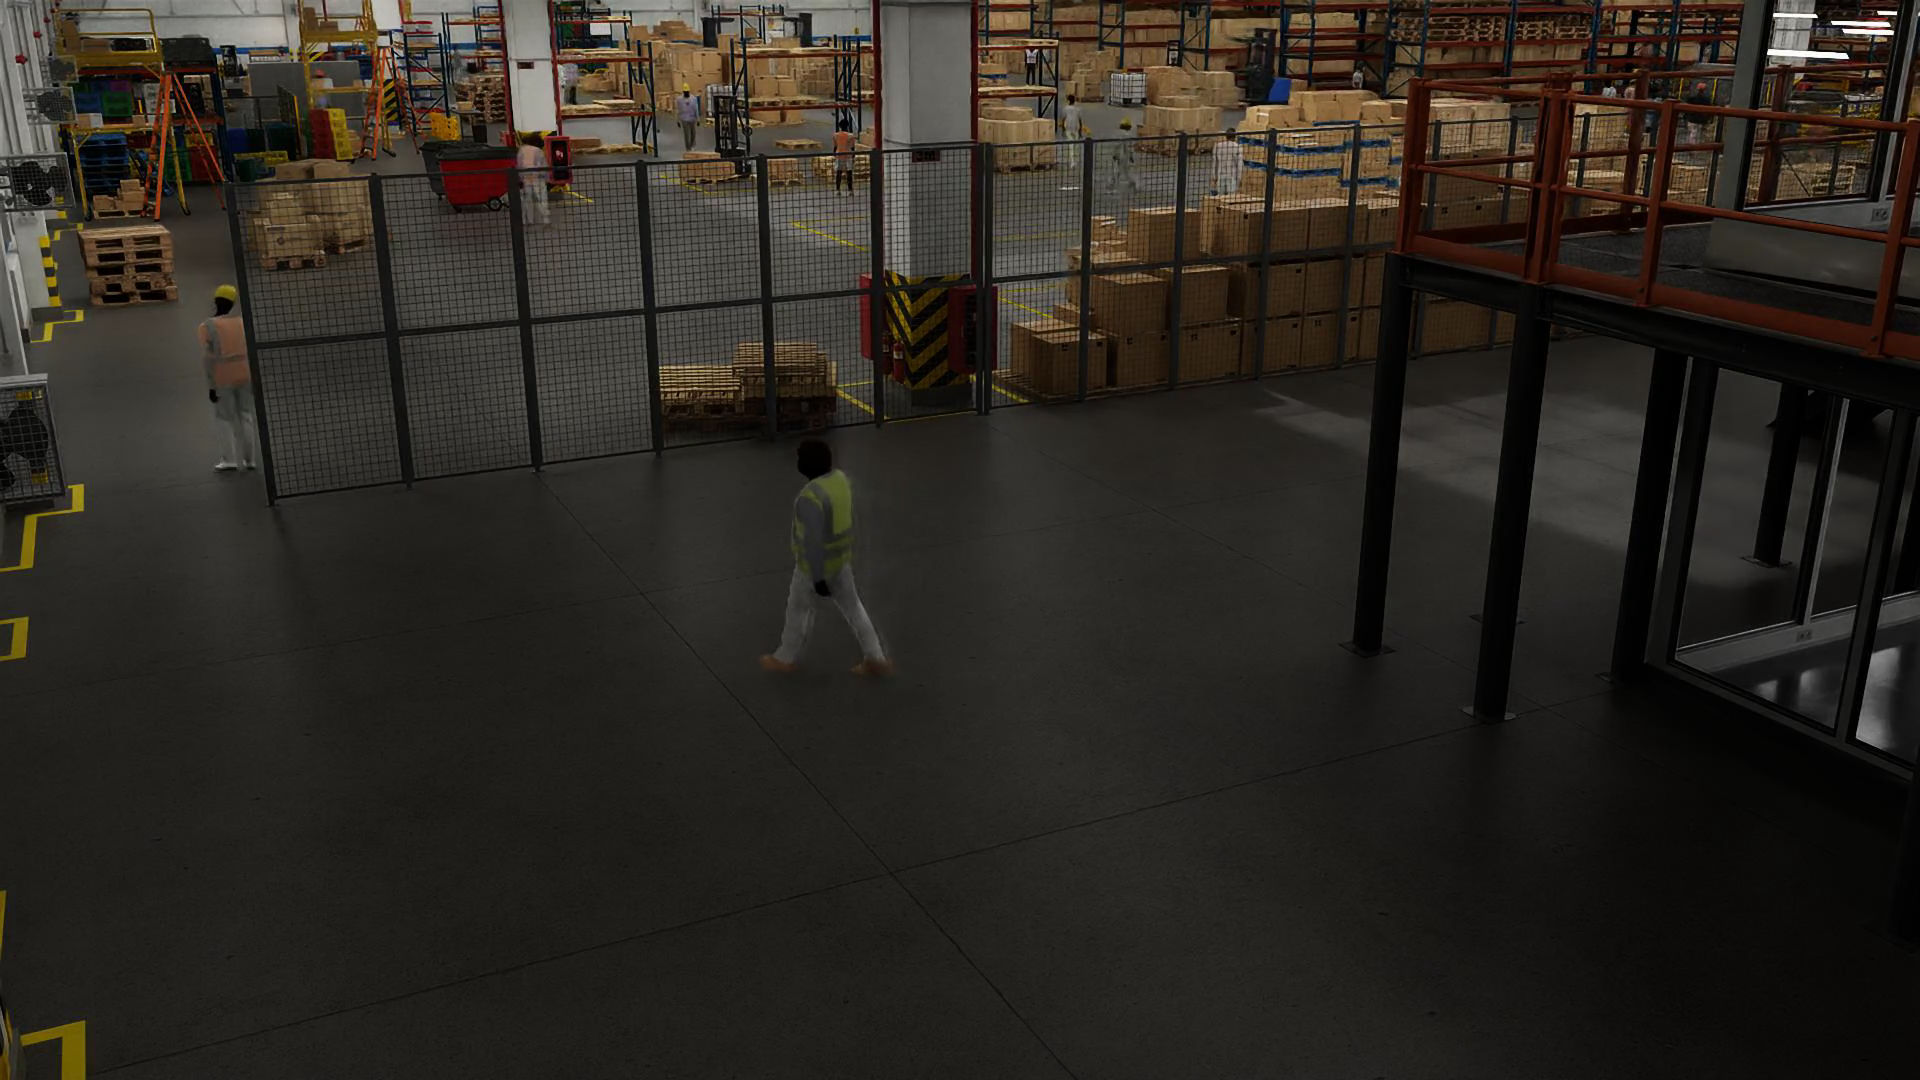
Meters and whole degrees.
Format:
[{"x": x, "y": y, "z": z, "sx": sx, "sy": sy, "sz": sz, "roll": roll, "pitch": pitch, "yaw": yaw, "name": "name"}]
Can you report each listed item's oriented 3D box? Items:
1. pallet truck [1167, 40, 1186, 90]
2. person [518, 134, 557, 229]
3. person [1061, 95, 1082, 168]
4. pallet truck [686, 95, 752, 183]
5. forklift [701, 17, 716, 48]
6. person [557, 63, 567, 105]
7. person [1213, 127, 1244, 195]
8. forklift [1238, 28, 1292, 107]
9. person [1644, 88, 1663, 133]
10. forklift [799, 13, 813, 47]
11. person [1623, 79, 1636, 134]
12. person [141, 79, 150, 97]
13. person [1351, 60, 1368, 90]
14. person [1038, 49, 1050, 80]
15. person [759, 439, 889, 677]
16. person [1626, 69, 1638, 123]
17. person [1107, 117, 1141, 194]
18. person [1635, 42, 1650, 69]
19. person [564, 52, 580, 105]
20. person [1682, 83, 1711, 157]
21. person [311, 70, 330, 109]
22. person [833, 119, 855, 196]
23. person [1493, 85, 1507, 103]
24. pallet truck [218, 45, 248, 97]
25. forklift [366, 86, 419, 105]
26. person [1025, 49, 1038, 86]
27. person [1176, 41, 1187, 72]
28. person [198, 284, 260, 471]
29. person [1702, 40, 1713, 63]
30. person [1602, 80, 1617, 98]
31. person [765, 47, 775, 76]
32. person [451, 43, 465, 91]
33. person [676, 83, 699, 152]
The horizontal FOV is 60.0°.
[{"x": 9.045, "y": -19.971, "z": 69.895, "sx": 0.823, "sy": 1.965, "sz": 1.885, "roll": -3, "pitch": 19, "yaw": -8, "name": "pallet truck"}, {"x": -8.355, "y": -7.057, "z": 32.758, "sx": 0.844, "sy": 1.813, "sz": 0.433, "roll": 9, "pitch": 21, "yaw": 24, "name": "person"}, {"x": 2.880, "y": -10.511, "z": 42.786, "sx": 0.488, "sy": 1.813, "sz": 1.040, "roll": -3, "pitch": 19, "yaw": -8, "name": "person"}, {"x": -5.836, "y": -9.608, "z": 39.856, "sx": 0.823, "sy": 1.965, "sz": 1.885, "roll": 10, "pitch": 22, "yaw": 27, "name": "pallet truck"}, {"x": -10.921, "y": -21.323, "z": 72.480, "sx": 1.873, "sy": 2.768, "sz": 1.129, "roll": -9, "pitch": 21, "yaw": -25, "name": "forklift"}, {"x": -14.236, "y": -16.321, "z": 59.489, "sx": 0.355, "sy": 1.883, "sz": 0.573, "roll": -6, "pitch": 20, "yaw": -17, "name": "person"}, {"x": 5.286, "y": -7.148, "z": 32.815, "sx": 0.632, "sy": 1.936, "sz": 0.359, "roll": 13, "pitch": 23, "yaw": 33, "name": "person"}, {"x": 10.964, "y": -16.979, "z": 59.890, "sx": 1.873, "sy": 2.768, "sz": 1.129, "roll": -9, "pitch": 21, "yaw": -25, "name": "forklift"}, {"x": 19.711, "y": -12.038, "z": 47.381, "sx": 0.567, "sy": 1.673, "sz": 0.497, "roll": 1, "pitch": 19, "yaw": 3, "name": "person"}, {"x": -7.324, "y": -23.728, "z": 79.453, "sx": 1.873, "sy": 2.768, "sz": 1.129, "roll": -9, "pitch": 21, "yaw": -25, "name": "forklift"}, {"x": 20.607, "y": -13.318, "z": 51.007, "sx": 0.528, "sy": 1.726, "sz": 0.896, "roll": 1, "pitch": 19, "yaw": 4, "name": "person"}, {"x": -25.082, "y": -13.432, "z": 51.496, "sx": 0.515, "sy": 1.634, "sz": 0.314, "roll": 9, "pitch": 21, "yaw": 25, "name": "person"}, {"x": 13.058, "y": -14.630, "z": 54.348, "sx": 0.535, "sy": 2.000, "sz": 0.684, "roll": 5, "pitch": 20, "yaw": 15, "name": "person"}, {"x": 3.807, "y": -21.821, "z": 75.818, "sx": 0.533, "sy": 1.615, "sz": 0.567, "roll": 9, "pitch": 21, "yaw": 23, "name": "person"}, {"x": -0.965, "y": 0.141, "z": 11.921, "sx": 0.975, "sy": 1.800, "sz": 0.620, "roll": 9, "pitch": 21, "yaw": 25, "name": "person"}, {"x": 22.127, "y": -14.583, "z": 54.645, "sx": 0.356, "sy": 1.756, "sz": 0.528, "roll": 8, "pitch": 20, "yaw": 21, "name": "person"}, {"x": 3.731, "y": -8.723, "z": 37.752, "sx": 0.900, "sy": 1.688, "sz": 0.484, "roll": -6, "pitch": 20, "yaw": -17, "name": "person"}, {"x": 30.266, "y": -21.205, "z": 73.685, "sx": 0.644, "sy": 1.870, "sz": 0.991, "roll": -13, "pitch": 23, "yaw": -33, "name": "person"}, {"x": -14.430, "y": -17.211, "z": 62.010, "sx": 0.475, "sy": 1.918, "sz": 0.562, "roll": 18, "pitch": 26, "yaw": 42, "name": "person"}, {"x": 19.832, "y": -11.291, "z": 44.790, "sx": 0.639, "sy": 1.966, "sz": 0.783, "roll": 2, "pitch": 19, "yaw": 6, "name": "person"}, {"x": -19.595, "y": -13.434, "z": 51.039, "sx": 0.550, "sy": 1.933, "sz": 0.373, "roll": 5, "pitch": 20, "yaw": 13, "name": "person"}, {"x": -2.602, "y": -8.602, "z": 37.410, "sx": 0.534, "sy": 1.693, "sz": 0.321, "roll": 5, "pitch": 20, "yaw": 14, "name": "person"}, {"x": 15.439, "y": -12.234, "z": 47.695, "sx": 0.383, "sy": 1.847, "sz": 0.505, "roll": 17, "pitch": 25, "yaw": 40, "name": "person"}, {"x": -28.879, "y": -18.665, "z": 66.111, "sx": 0.823, "sy": 1.965, "sz": 1.885, "roll": -3, "pitch": 19, "yaw": -9, "name": "pallet truck"}, {"x": -21.269, "y": -17.717, "z": 62.029, "sx": 1.129, "sy": 2.768, "sz": 1.873, "roll": 6, "pitch": 20, "yaw": 16, "name": "forklift"}, {"x": 3.060, "y": -20.408, "z": 71.279, "sx": 0.592, "sy": 1.922, "sz": 0.392, "roll": 0, "pitch": 19, "yaw": 0, "name": "person"}, {"x": 9.822, "y": -21.439, "z": 74.458, "sx": 0.980, "sy": 1.787, "sz": 0.655, "roll": -8, "pitch": 21, "yaw": -22, "name": "person"}, {"x": -7.404, "y": -1.649, "z": 16.957, "sx": 0.523, "sy": 1.878, "sz": 0.610, "roll": 18, "pitch": 26, "yaw": 41, "name": "person"}, {"x": 32.544, "y": -20.855, "z": 72.462, "sx": 0.803, "sy": 1.994, "sz": 0.660, "roll": 13, "pitch": 23, "yaw": 32, "name": "person"}, {"x": 18.783, "y": -12.508, "z": 48.327, "sx": 0.374, "sy": 1.958, "sz": 0.599, "roll": -3, "pitch": 19, "yaw": -9, "name": "person"}, {"x": -7.651, "y": -18.480, "z": 65.683, "sx": 0.665, "sy": 1.920, "sz": 0.567, "roll": -5, "pitch": 20, "yaw": -15, "name": "person"}, {"x": -20.773, "y": -19.574, "z": 68.861, "sx": 0.569, "sy": 1.919, "sz": 0.642, "roll": -4, "pitch": 19, "yaw": -12, "name": "person"}, {"x": -7.439, "y": -11.506, "z": 45.479, "sx": 0.622, "sy": 1.907, "sz": 0.460, "roll": -5, "pitch": 20, "yaw": -15, "name": "person"}]
